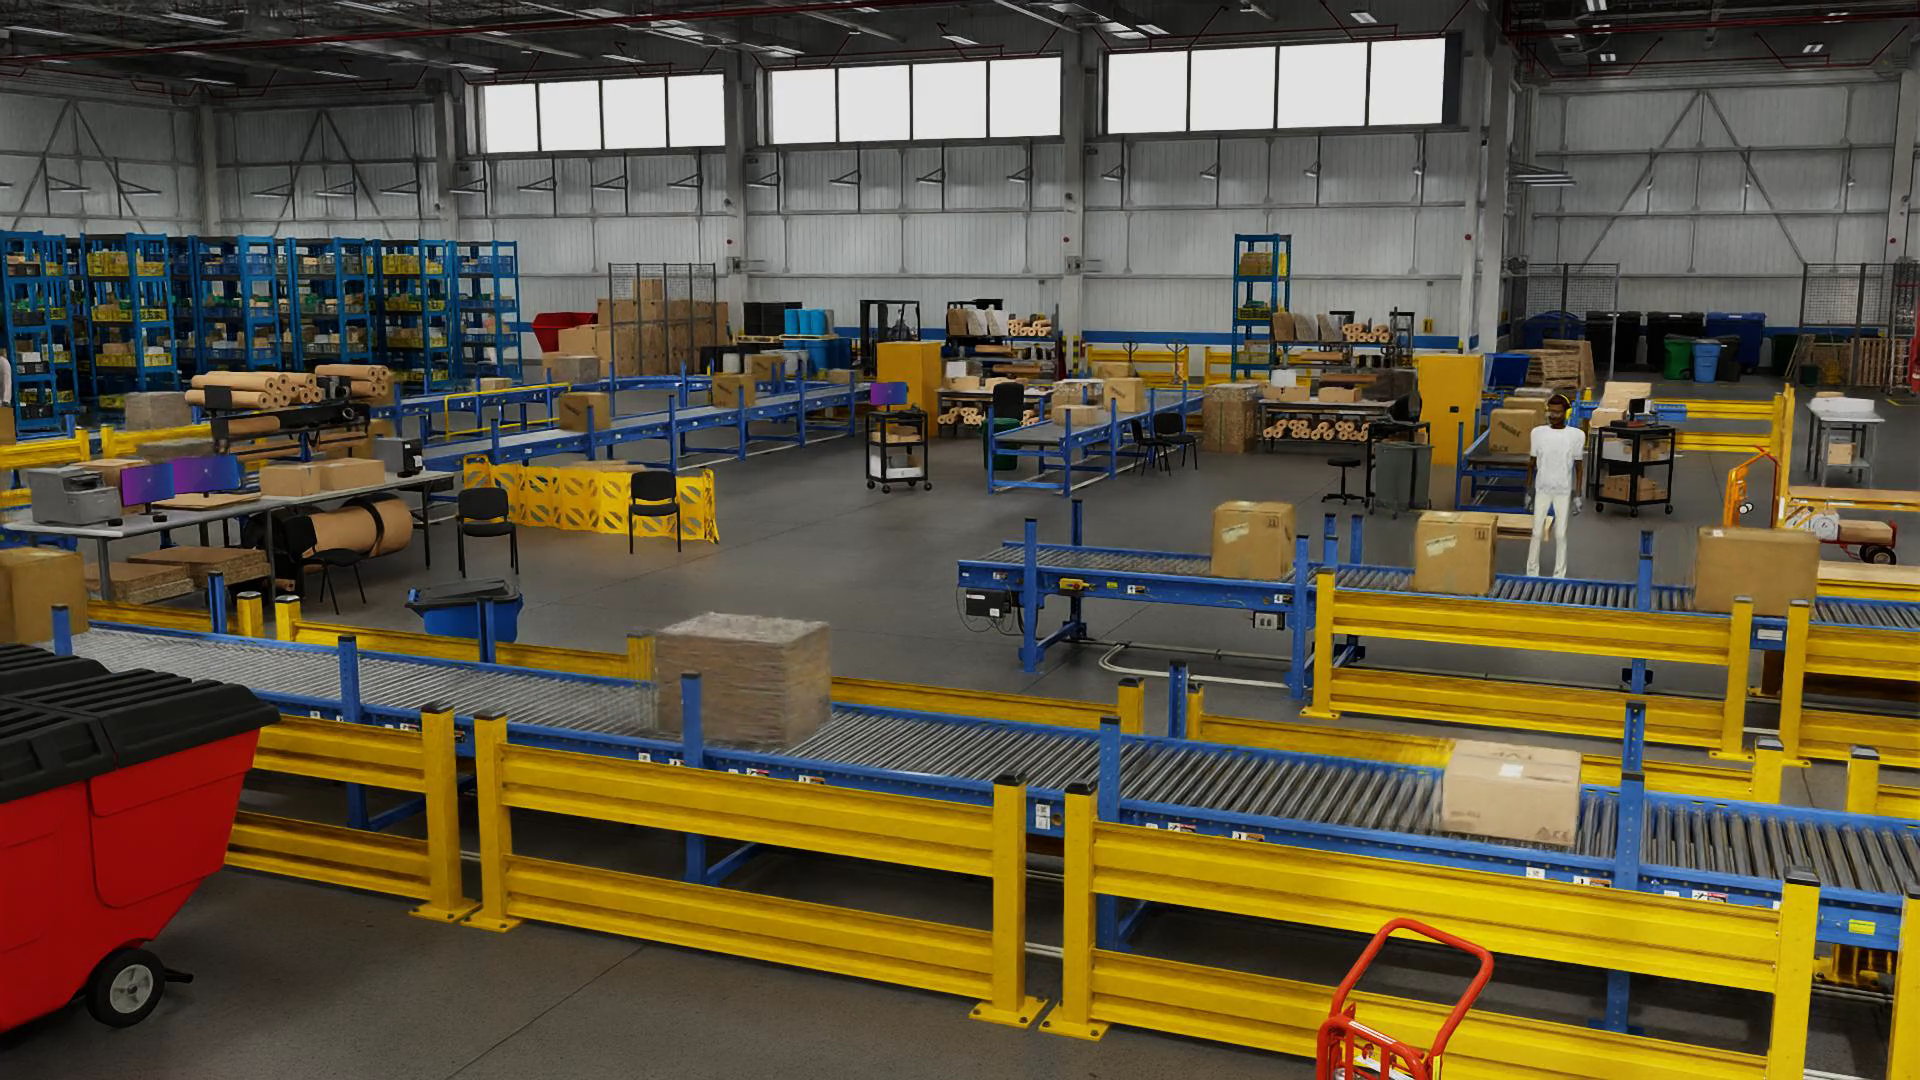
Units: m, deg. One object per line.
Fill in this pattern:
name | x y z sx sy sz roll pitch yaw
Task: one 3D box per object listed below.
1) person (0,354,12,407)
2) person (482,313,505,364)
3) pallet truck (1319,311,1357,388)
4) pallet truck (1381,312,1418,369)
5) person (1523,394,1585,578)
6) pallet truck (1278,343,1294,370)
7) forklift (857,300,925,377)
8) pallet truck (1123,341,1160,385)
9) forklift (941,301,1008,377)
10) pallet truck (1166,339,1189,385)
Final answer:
person | -15.189 -2.212 26.113 0.636 1.903 0.404 4 10 23
person | -12.474 -5.226 44.189 0.623 1.952 0.962 -9 13 -43
pallet truck | 9.071 -4.419 39.190 0.823 1.965 1.885 5 10 26
pallet truck | 10.207 -4.283 38.369 0.823 1.965 1.885 3 10 20
person | 5.476 -0.418 15.355 0.517 1.865 0.328 4 10 23
pallet truck | 7.886 -4.163 39.743 0.653 1.274 1.630 4 10 22
forklift | -1.732 -5.109 42.468 1.157 1.987 2.680 4 10 22
pallet truck | 4.445 -4.380 41.279 0.680 1.201 1.601 4 10 22
forklift | 0.365 -4.966 41.571 1.157 1.987 2.680 3 10 20
pallet truck | 5.418 -4.269 40.420 0.704 1.261 1.522 3 10 20
